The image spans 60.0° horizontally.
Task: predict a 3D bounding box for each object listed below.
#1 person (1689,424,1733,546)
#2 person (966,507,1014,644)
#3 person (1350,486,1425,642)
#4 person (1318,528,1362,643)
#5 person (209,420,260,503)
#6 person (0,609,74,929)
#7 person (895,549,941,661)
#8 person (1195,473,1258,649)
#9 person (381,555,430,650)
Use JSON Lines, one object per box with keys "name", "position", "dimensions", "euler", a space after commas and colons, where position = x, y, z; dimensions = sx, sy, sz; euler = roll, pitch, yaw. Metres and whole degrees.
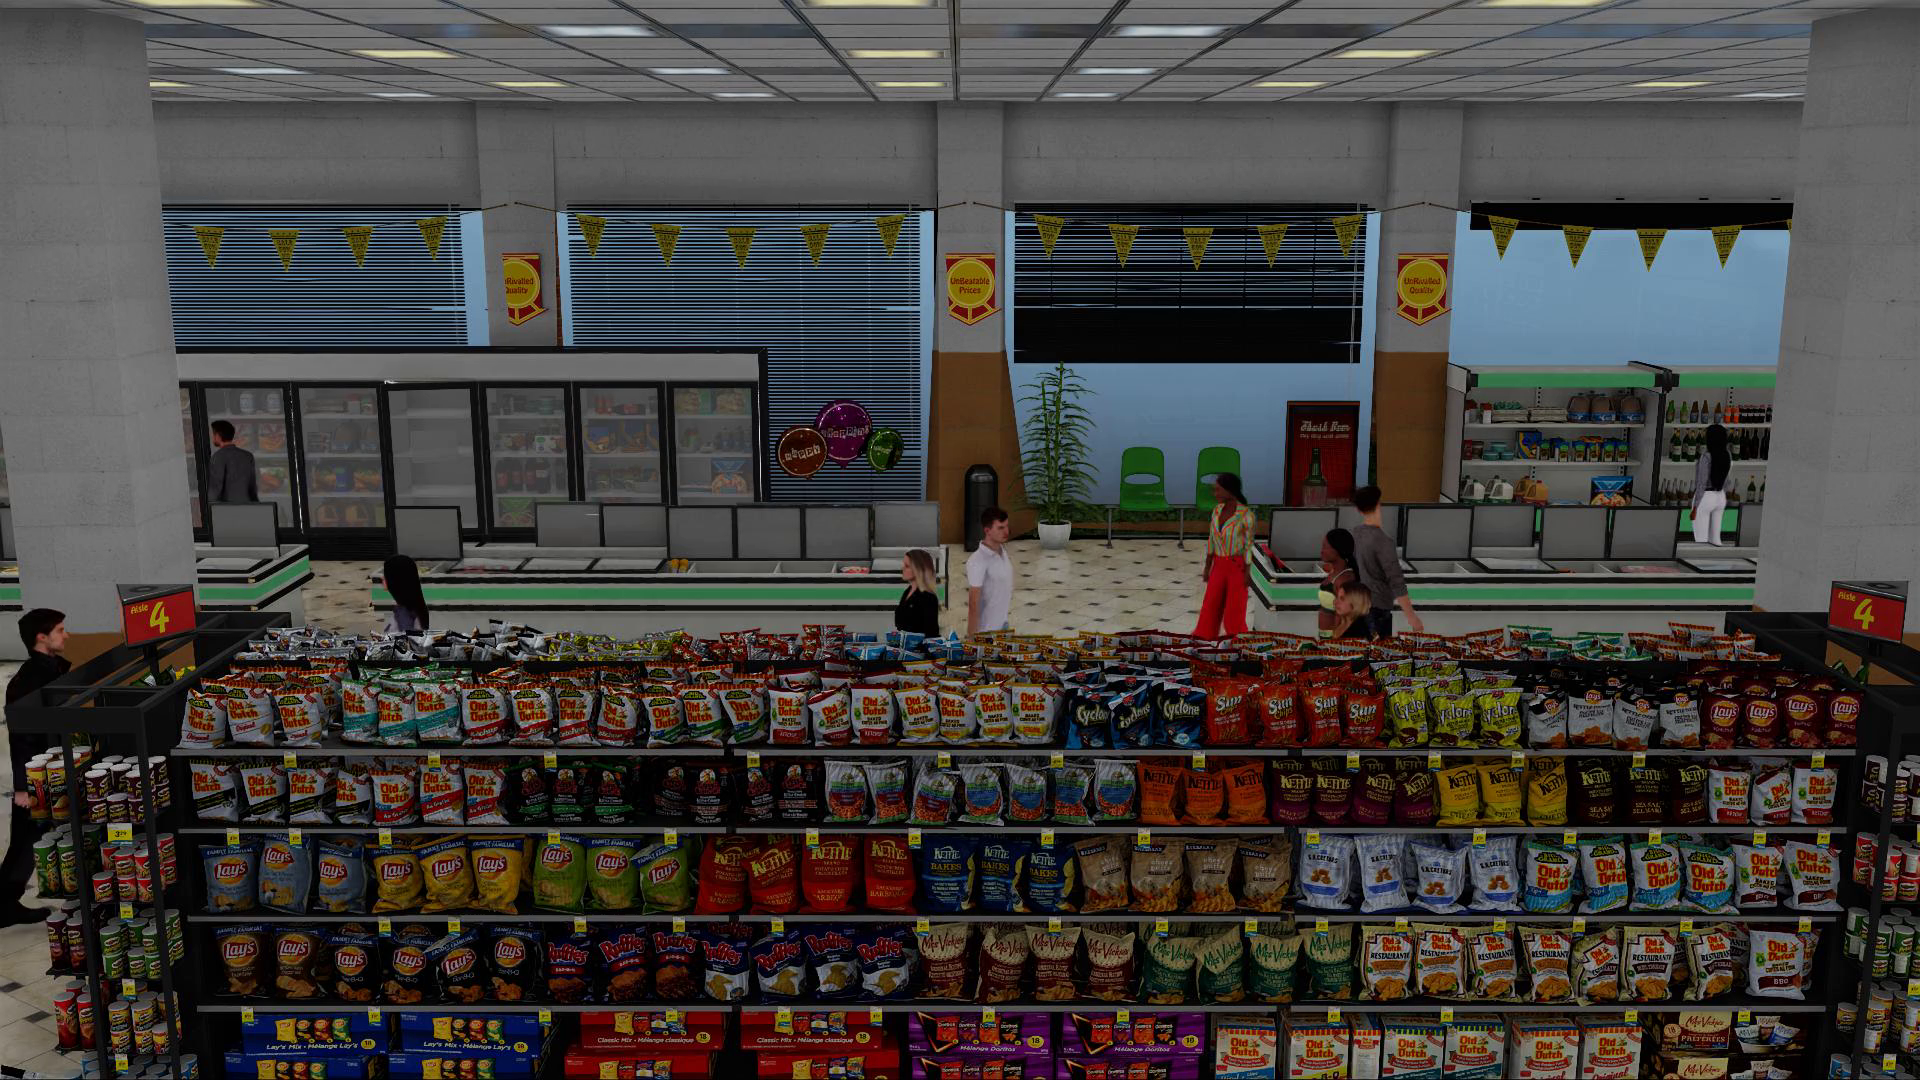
{"name": "person", "position": [7.660, -0.340, 17.012], "dimensions": [0.592, 1.724, 0.729], "euler": [-6, 13, -25]}
{"name": "person", "position": [0.123, 0.670, 11.981], "dimensions": [1.206, 1.821, 0.973], "euler": [4, 13, 20]}
{"name": "person", "position": [3.029, 0.556, 12.426], "dimensions": [0.837, 1.860, 0.790], "euler": [1, 12, 4]}
{"name": "person", "position": [2.736, 0.800, 11.630], "dimensions": [1.116, 1.711, 0.571], "euler": [0, 12, 0]}
{"name": "person", "position": [-6.968, -0.211, 16.155], "dimensions": [1.315, 1.825, 0.937], "euler": [3, 12, 13]}
{"name": "person", "position": [-5.080, 1.305, 9.054], "dimensions": [1.258, 1.785, 1.016], "euler": [-4, 13, -20]}
{"name": "person", "position": [-0.167, 0.903, 11.330], "dimensions": [1.218, 1.634, 0.827], "euler": [-3, 12, -14]}
{"name": "person", "position": [2.218, 0.329, 13.724], "dimensions": [0.736, 1.771, 0.796], "euler": [9, 15, 38]}
{"name": "person", "position": [-3.567, 0.936, 11.020], "dimensions": [0.709, 1.697, 0.673], "euler": [-3, 12, -13]}
